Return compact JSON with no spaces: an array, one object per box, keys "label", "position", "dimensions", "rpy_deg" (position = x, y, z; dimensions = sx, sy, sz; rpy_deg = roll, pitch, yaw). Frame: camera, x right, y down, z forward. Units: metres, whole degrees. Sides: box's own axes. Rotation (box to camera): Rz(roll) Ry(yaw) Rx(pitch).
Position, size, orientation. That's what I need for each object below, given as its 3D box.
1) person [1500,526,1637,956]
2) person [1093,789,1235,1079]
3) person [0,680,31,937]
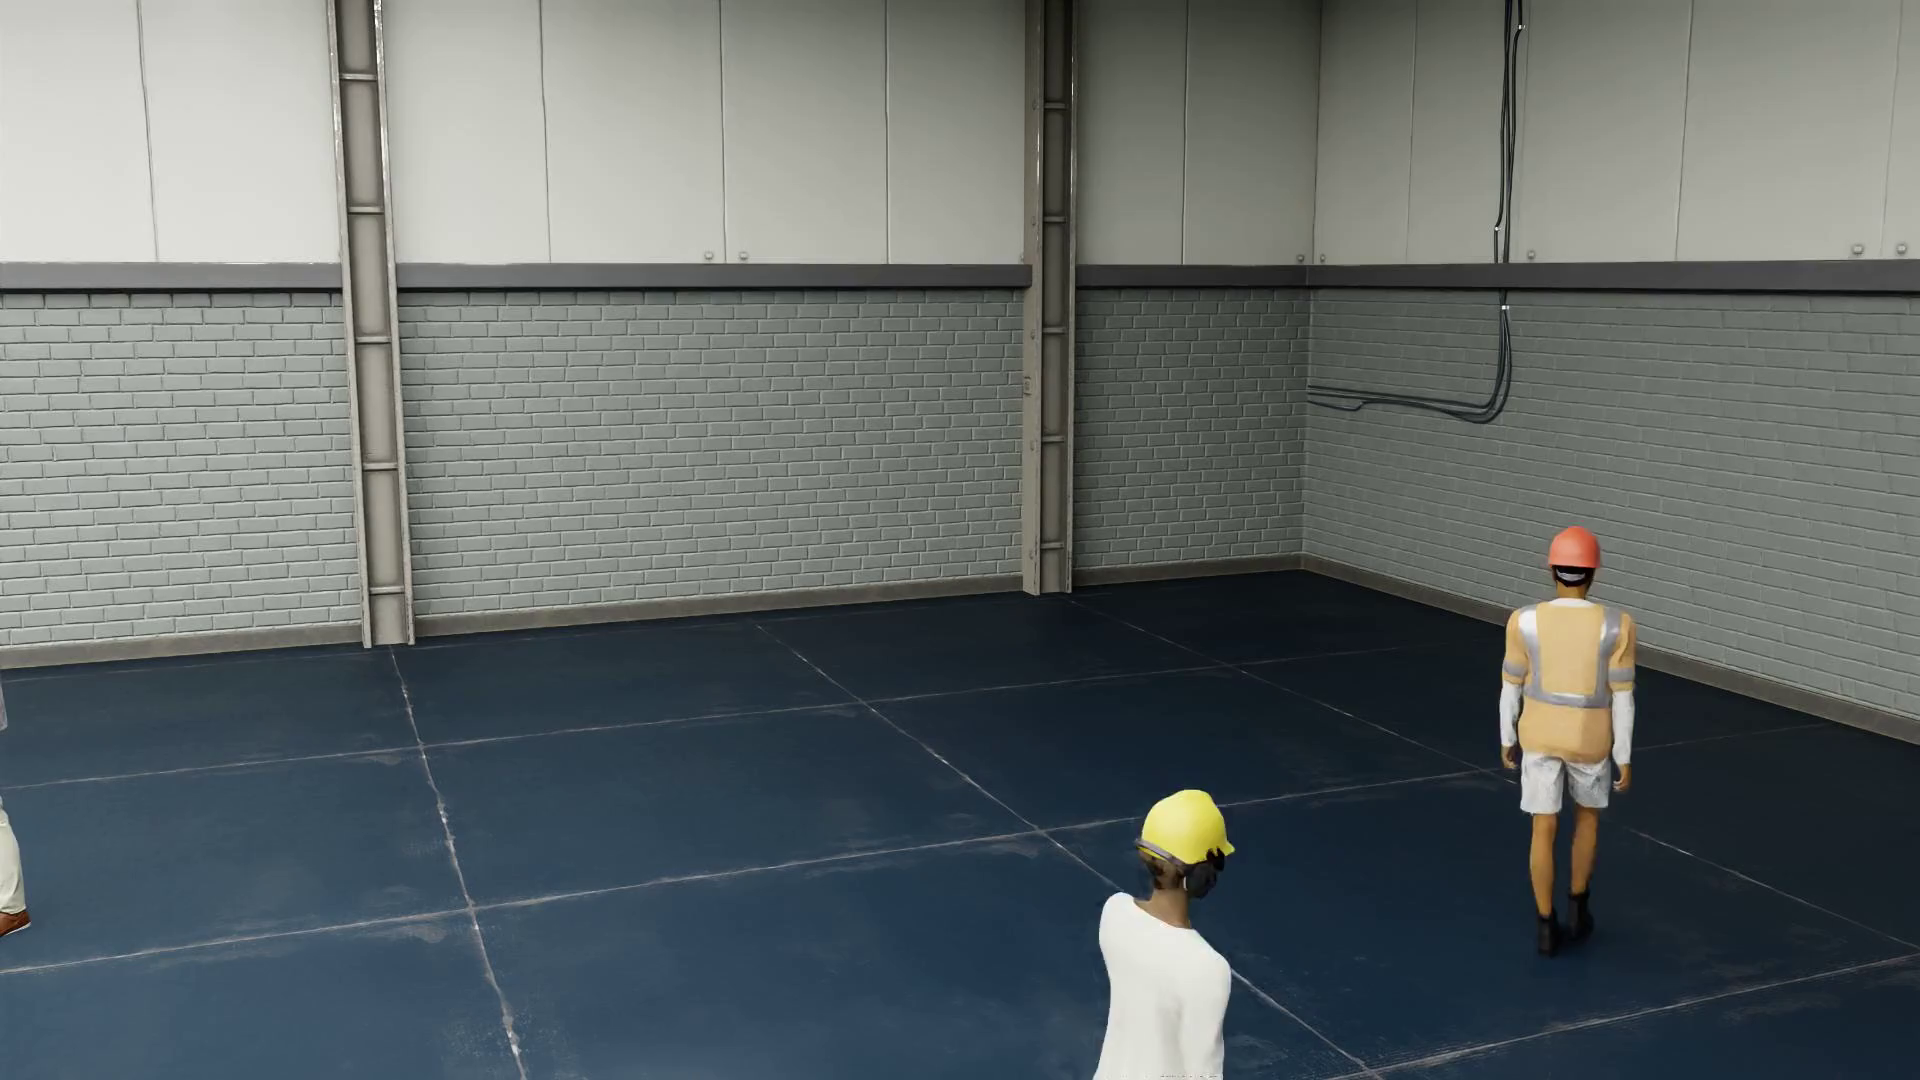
[{"label":"person","position":[2.750,0.884,7.544],"dimensions":[0.580,1.915,0.681],"rpy_deg":[4,10,23]},{"label":"person","position":[0.578,1.489,4.359],"dimensions":[0.897,1.727,0.541],"rpy_deg":[-6,11,-33]},{"label":"person","position":[-4.542,0.905,7.609],"dimensions":[0.510,1.864,0.312],"rpy_deg":[7,12,38]}]
